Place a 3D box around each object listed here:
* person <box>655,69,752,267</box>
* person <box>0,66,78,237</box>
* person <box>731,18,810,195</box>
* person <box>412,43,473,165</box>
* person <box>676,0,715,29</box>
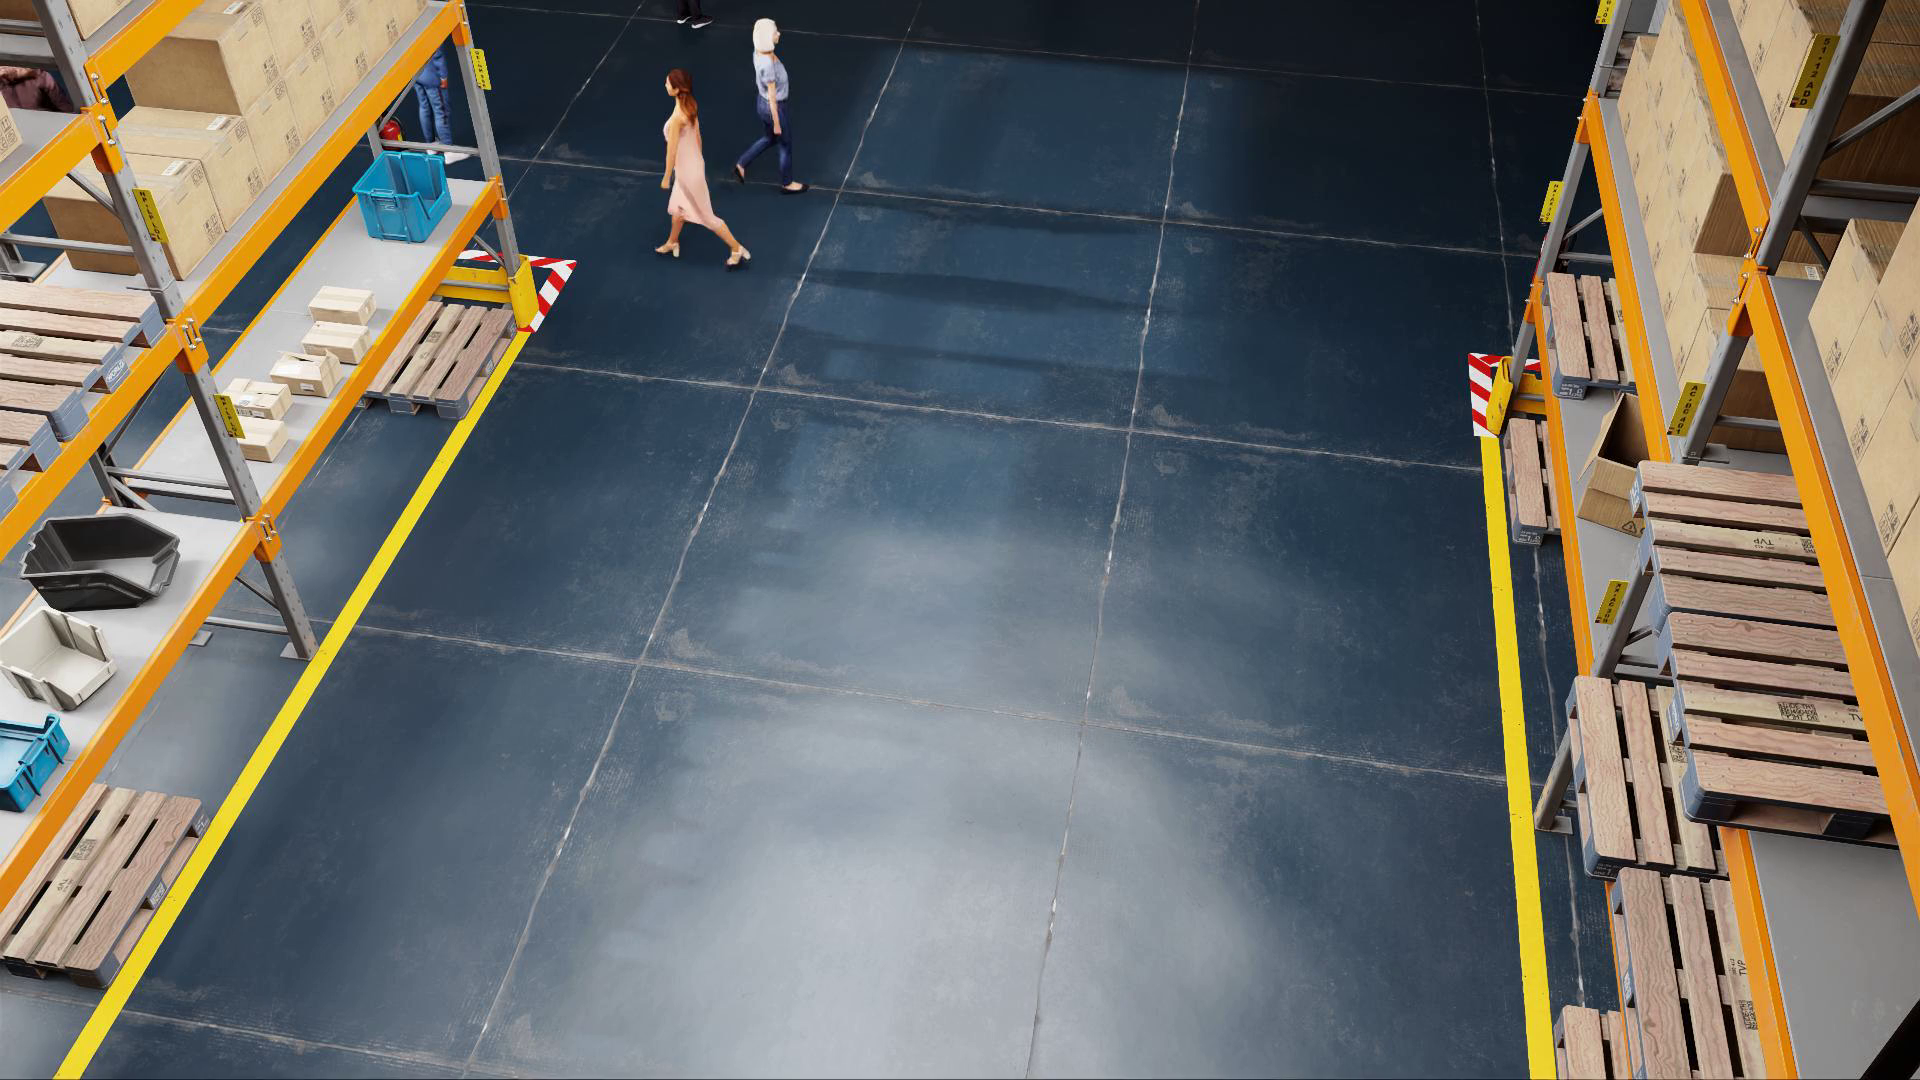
[{"bbox_3d":[-2.174,-3.047,13.928,0.672,1.791,1.037,6,44,6],"label":"person"},{"bbox_3d":[-7.950,-3.463,14.358,0.772,1.799,1.104,8,44,8],"label":"person"},{"bbox_3d":[-1.750,-3.834,14.815,0.895,1.706,0.945,-12,45,-12],"label":"person"},{"bbox_3d":[-4.897,-4.344,15.277,0.766,1.808,0.753,29,51,27],"label":"person"},{"bbox_3d":[-2.880,-6.198,17.267,0.654,1.748,0.664,27,50,26],"label":"person"}]
